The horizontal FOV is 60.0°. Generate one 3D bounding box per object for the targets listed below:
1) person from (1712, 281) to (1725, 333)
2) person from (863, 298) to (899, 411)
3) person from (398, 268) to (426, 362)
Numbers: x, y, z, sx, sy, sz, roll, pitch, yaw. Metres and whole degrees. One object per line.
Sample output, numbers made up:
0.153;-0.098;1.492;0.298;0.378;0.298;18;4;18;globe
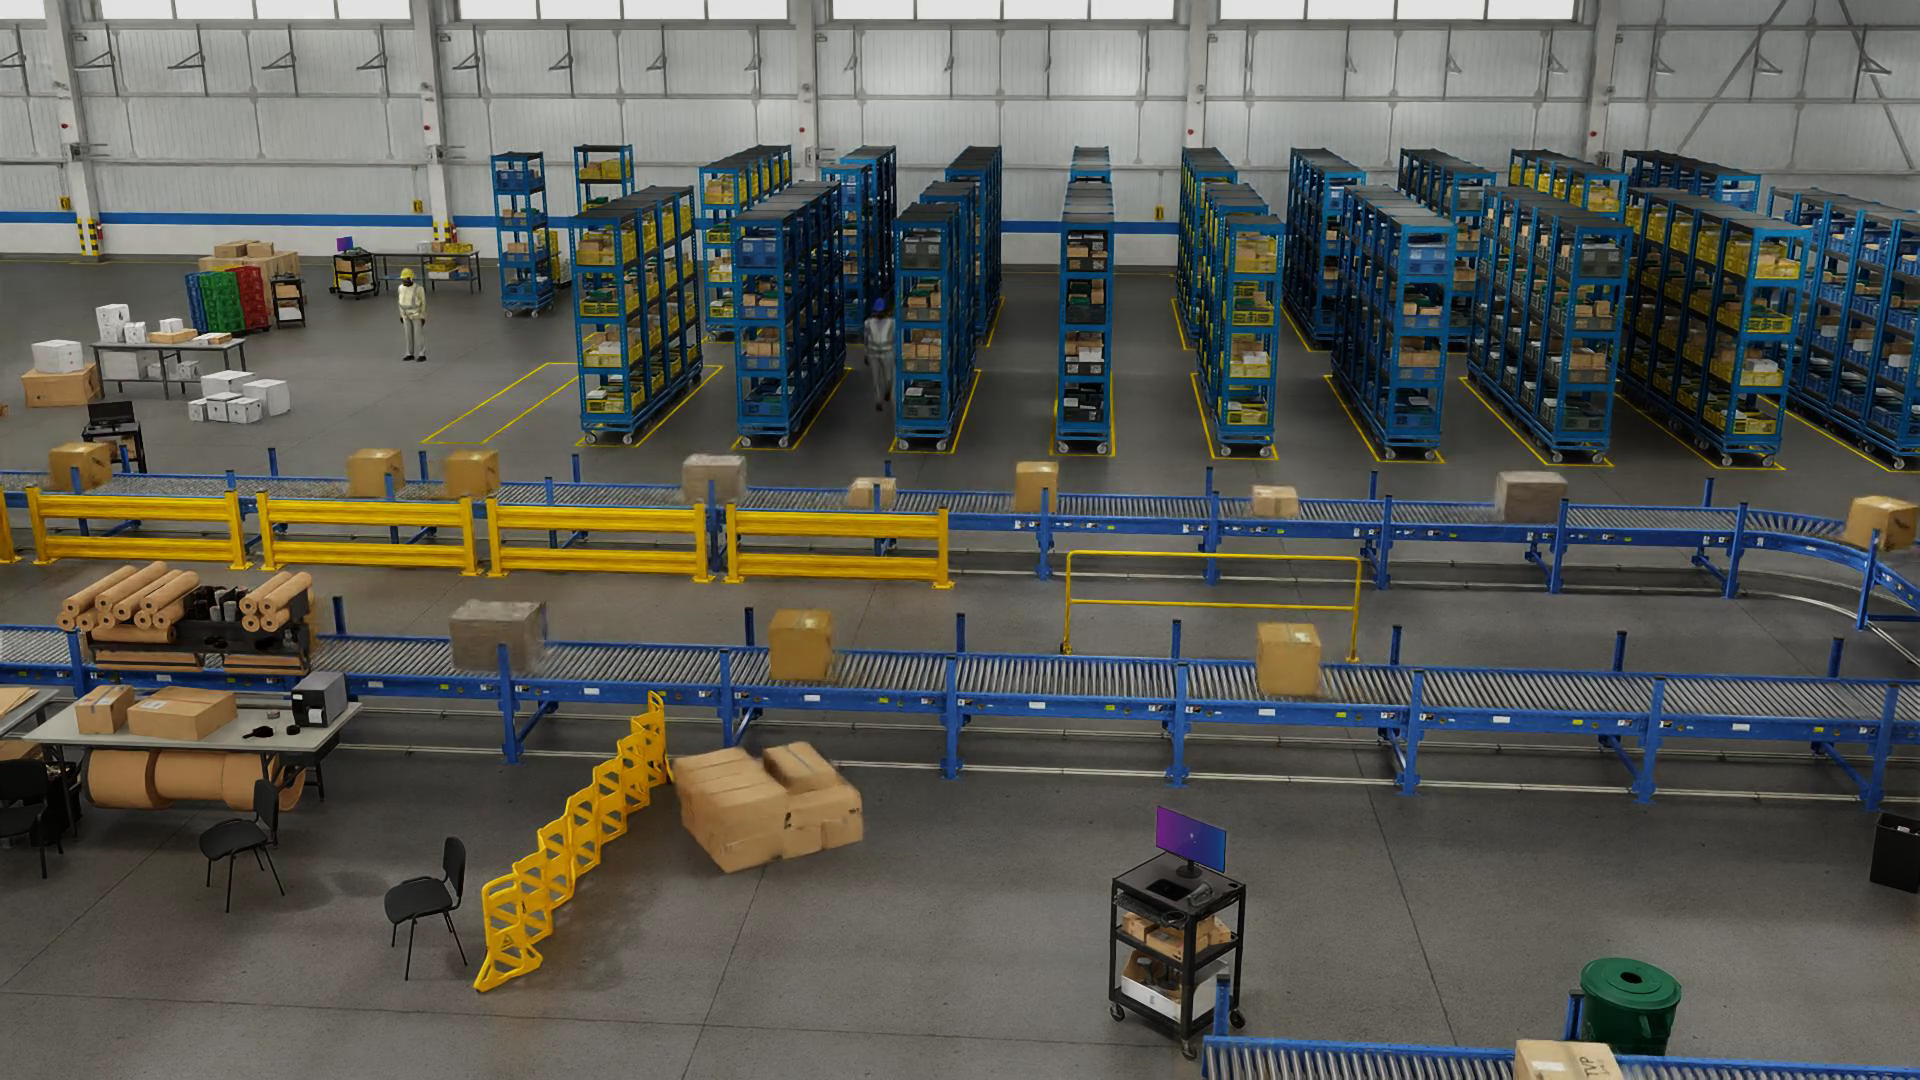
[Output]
14.057;-3.967;31.187;0.906;1.805;0.569;-1;18;-2;person
-1.358;-3.207;28.575;0.612;1.931;0.574;0;17;1;person
-10.713;-4.395;32.503;0.587;1.835;0.404;6;19;19;person
